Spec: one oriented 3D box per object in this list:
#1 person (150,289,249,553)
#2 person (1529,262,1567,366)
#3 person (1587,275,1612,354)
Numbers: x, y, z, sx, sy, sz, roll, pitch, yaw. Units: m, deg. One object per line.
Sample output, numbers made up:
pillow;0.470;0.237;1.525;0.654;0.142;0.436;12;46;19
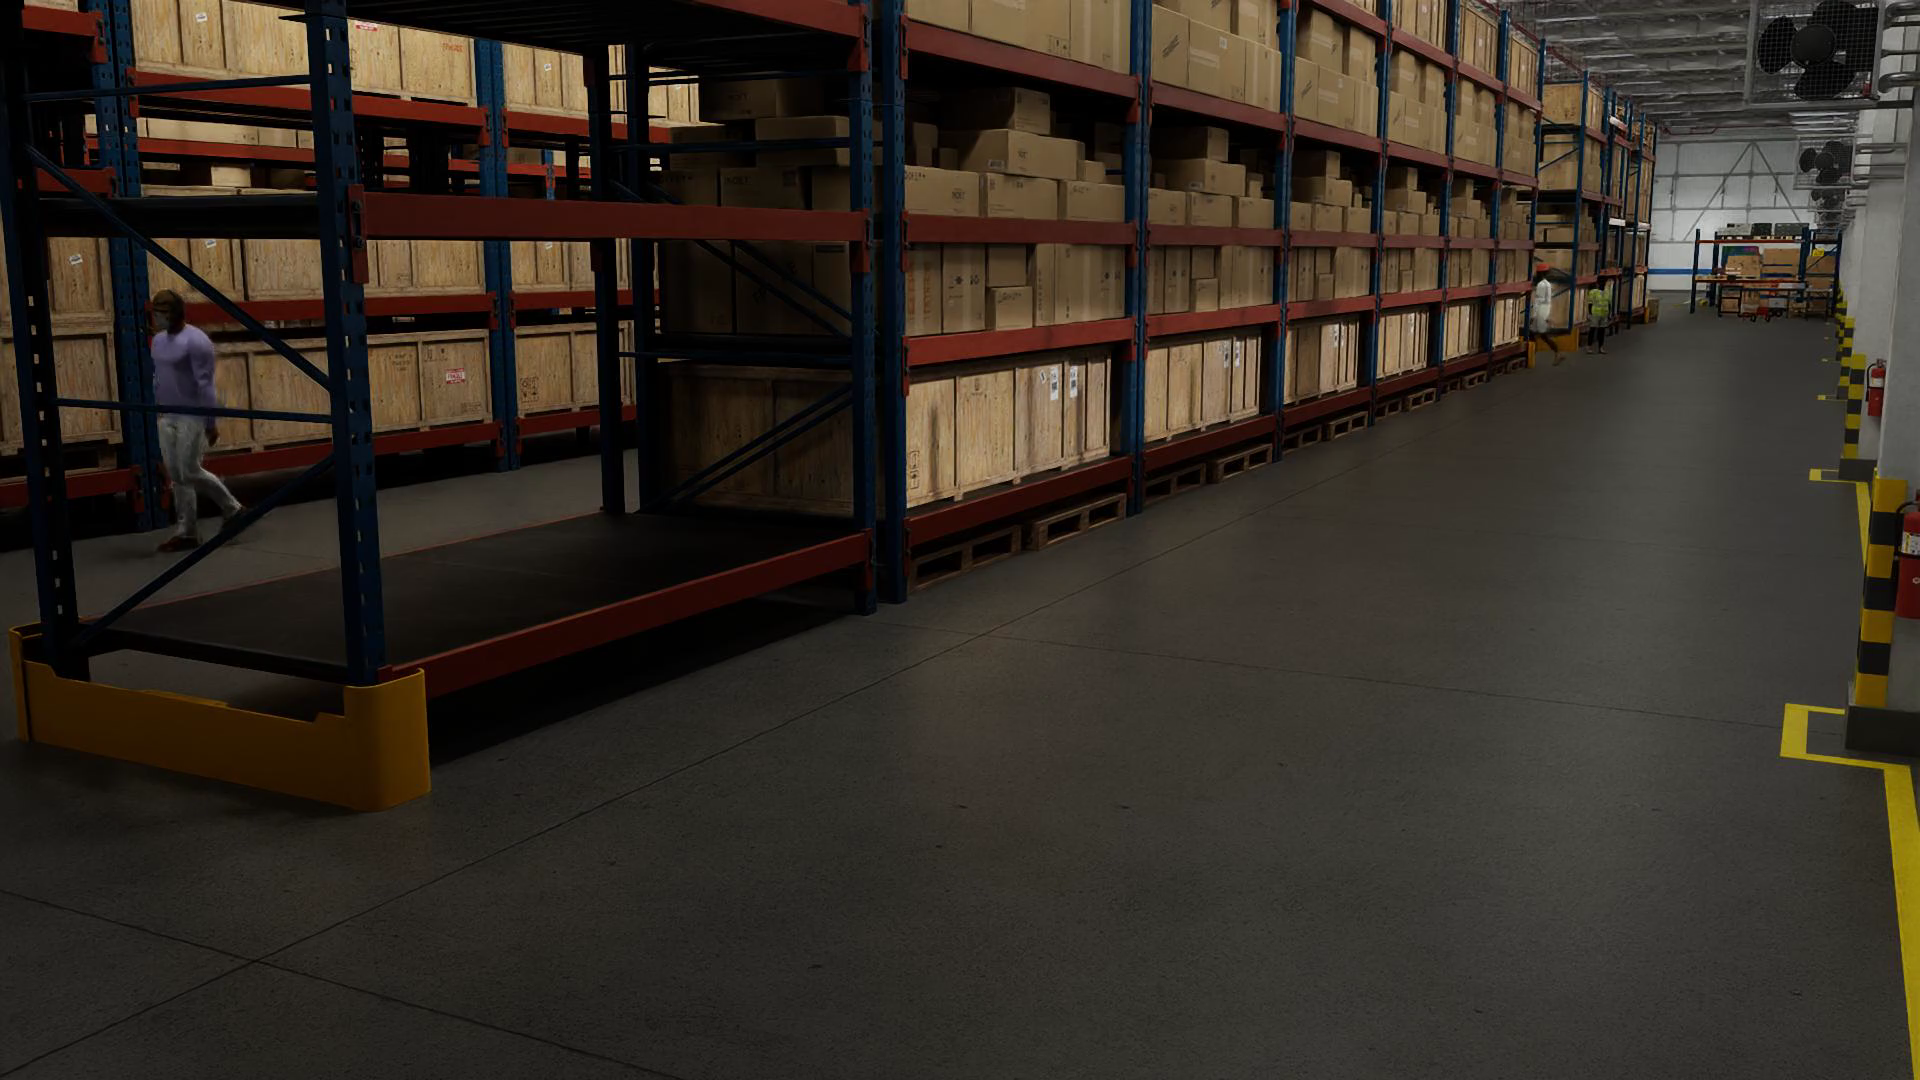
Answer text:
person;-5.626;-0.875;12.190;0.650;1.923;0.579;6;12;33
person;11.277;-4.360;32.122;0.961;2.014;0.609;5;11;27
person;13.789;-4.853;35.859;0.531;1.698;0.320;-1;10;-3
